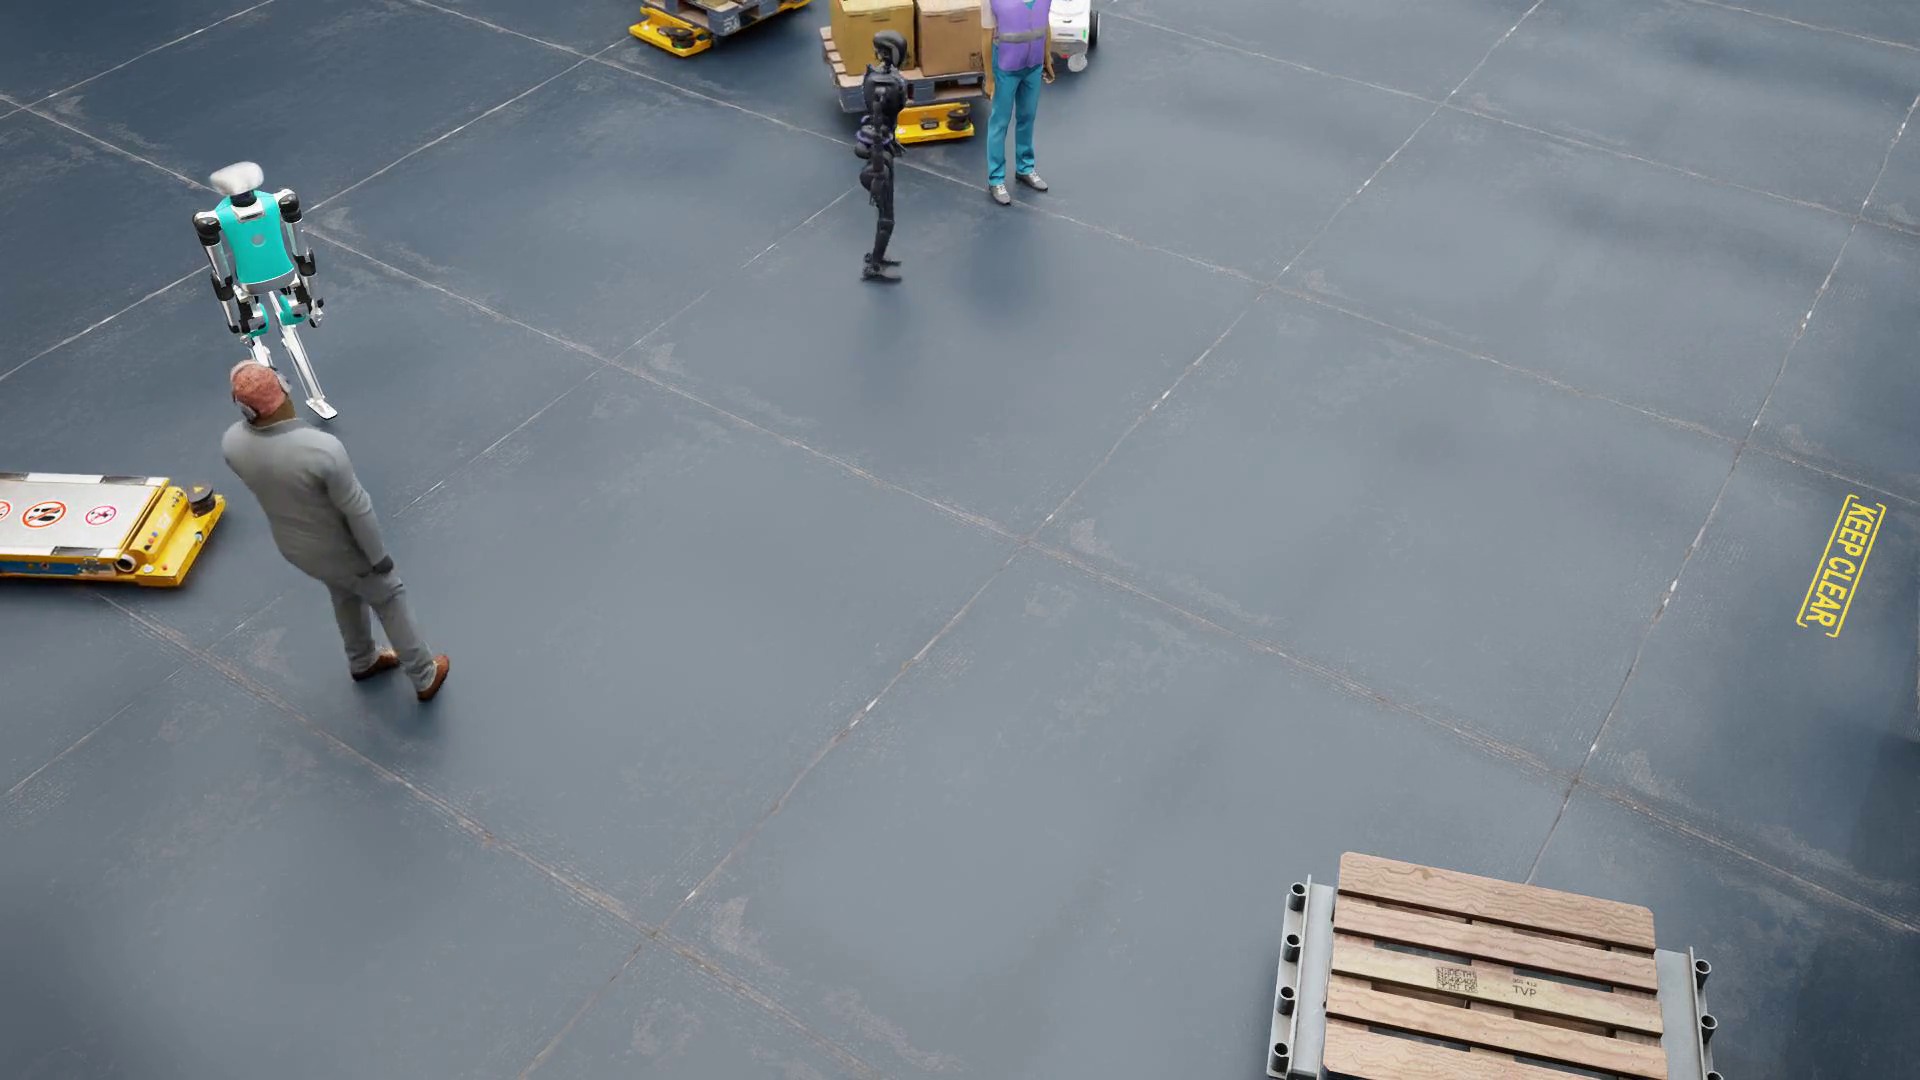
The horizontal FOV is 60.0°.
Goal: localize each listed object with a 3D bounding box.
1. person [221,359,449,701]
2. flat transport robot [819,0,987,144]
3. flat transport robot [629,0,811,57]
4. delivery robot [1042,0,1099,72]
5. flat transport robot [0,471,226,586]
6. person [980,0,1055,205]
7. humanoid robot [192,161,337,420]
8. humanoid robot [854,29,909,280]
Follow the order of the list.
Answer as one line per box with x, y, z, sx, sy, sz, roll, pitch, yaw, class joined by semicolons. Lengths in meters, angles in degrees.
-2.880;-0.019;7.612;0.696;1.862;0.420;17;44;18;person
-0.376;-3.431;12.619;0.659;0.231;1.431;-9;43;-10;flat transport robot
-1.961;-4.369;13.669;0.659;0.231;1.431;30;50;30;flat transport robot
0.837;-4.066;13.117;0.517;0.598;0.769;3;42;3;delivery robot
-4.747;-0.059;8.845;1.431;0.231;0.659;2;42;2;flat transport robot
0.381;-3.177;11.149;0.565;1.849;0.390;-25;47;-25;person
-3.822;-1.386;9.125;0.533;1.681;0.735;-24;47;-25;humanoid robot
-0.487;-2.417;10.434;0.358;1.649;0.617;5;42;5;humanoid robot
